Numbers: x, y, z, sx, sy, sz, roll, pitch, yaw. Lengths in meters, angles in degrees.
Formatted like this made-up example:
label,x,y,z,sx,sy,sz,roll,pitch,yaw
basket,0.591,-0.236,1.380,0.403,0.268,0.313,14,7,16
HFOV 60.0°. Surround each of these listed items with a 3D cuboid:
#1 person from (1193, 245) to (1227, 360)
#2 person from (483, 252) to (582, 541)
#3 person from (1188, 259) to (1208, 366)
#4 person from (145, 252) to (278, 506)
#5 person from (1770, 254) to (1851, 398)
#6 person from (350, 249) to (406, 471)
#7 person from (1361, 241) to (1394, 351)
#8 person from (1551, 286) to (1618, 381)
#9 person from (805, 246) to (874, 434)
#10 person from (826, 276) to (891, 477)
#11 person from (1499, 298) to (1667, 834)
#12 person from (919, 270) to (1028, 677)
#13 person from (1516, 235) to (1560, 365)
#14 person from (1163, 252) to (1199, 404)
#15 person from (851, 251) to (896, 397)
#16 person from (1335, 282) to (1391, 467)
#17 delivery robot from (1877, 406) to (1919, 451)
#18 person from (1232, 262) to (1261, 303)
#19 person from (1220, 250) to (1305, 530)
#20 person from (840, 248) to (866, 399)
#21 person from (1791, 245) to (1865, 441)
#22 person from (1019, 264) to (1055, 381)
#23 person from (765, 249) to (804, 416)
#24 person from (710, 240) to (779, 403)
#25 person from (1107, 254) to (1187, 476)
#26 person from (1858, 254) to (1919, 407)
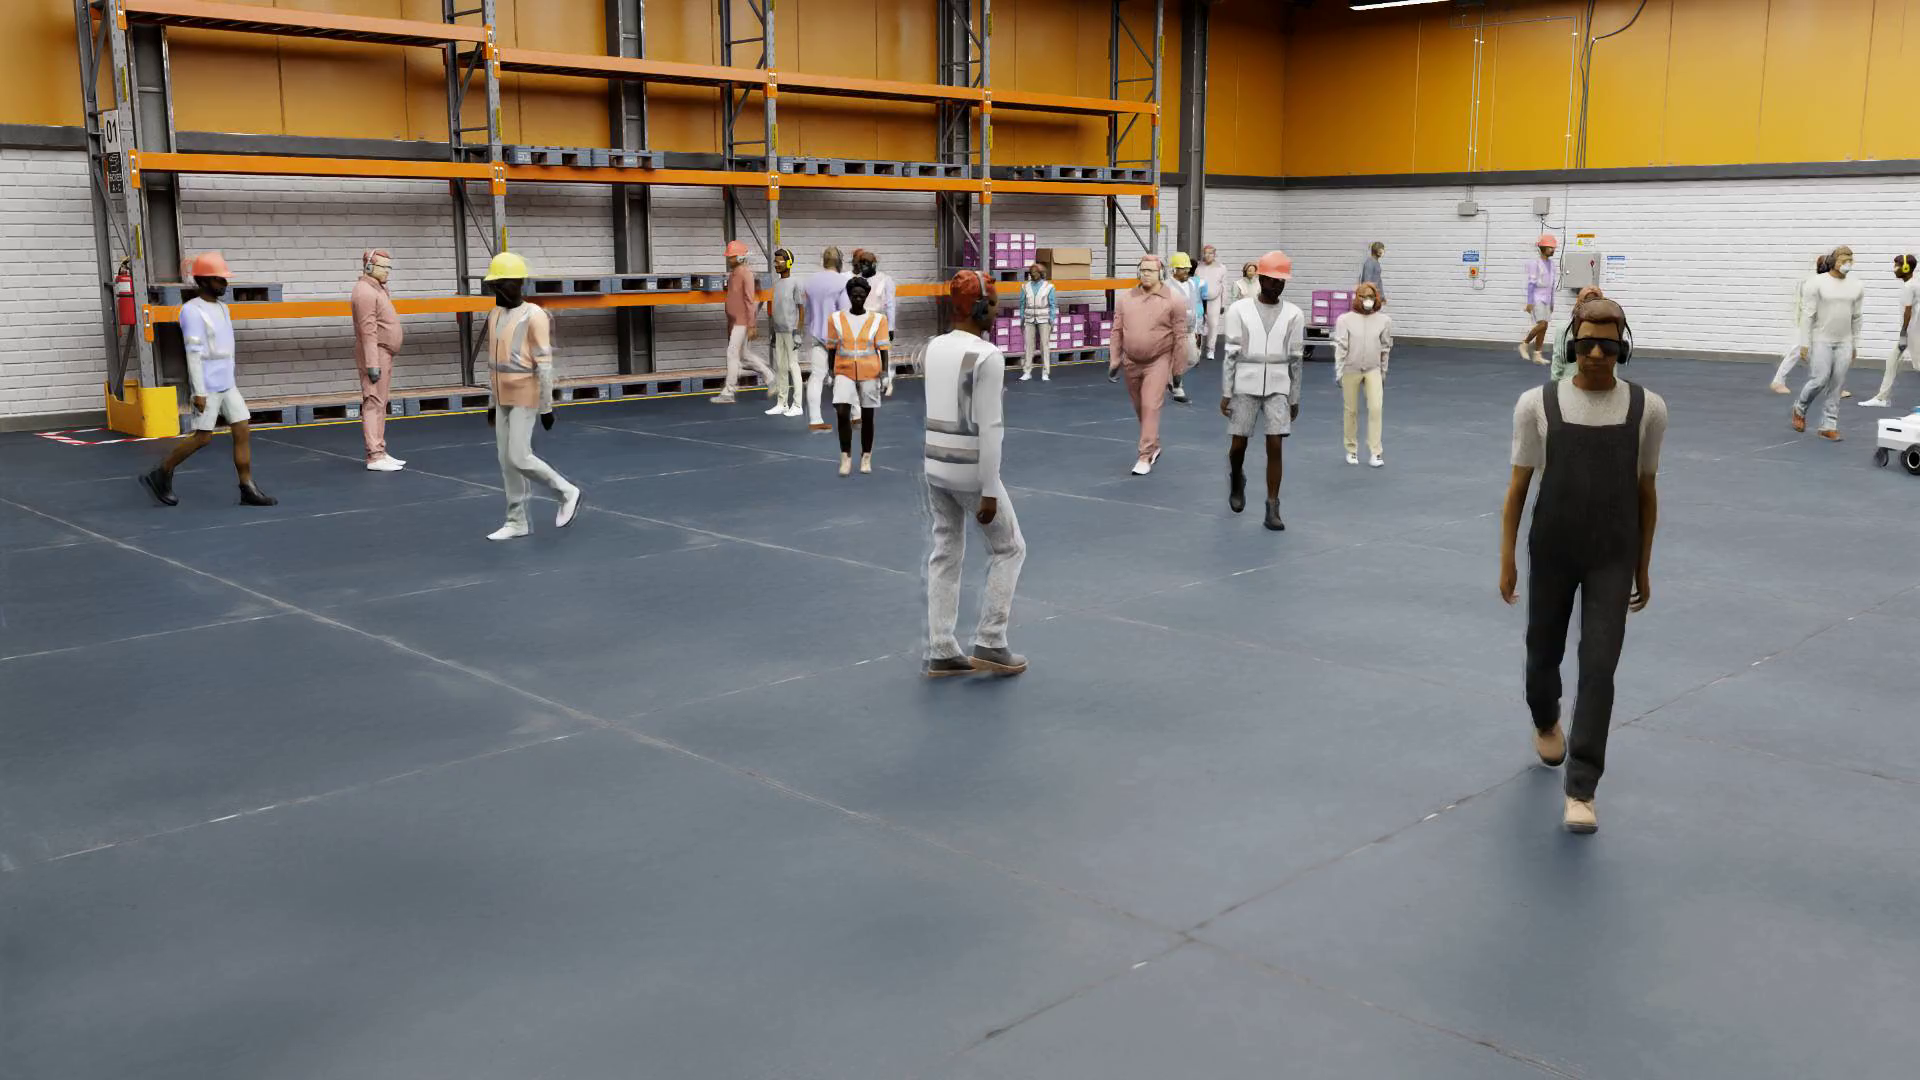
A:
label,x,y,z,sx,sy,sz,roll,pitch,yaw
person,4.077,-3.930,27.436,0.644,1.875,0.874,1,10,3
person,-2.906,-0.954,11.101,0.558,1.911,0.593,-10,14,-44
person,3.462,-3.390,25.022,0.528,1.673,0.617,1,10,8
person,-5.623,-1.173,12.338,0.879,1.912,0.552,1,10,5
person,10.778,-2.706,21.008,0.629,1.797,0.990,-6,12,-29
person,-5.019,-1.552,14.390,0.399,1.902,0.642,-2,11,-12
person,7.244,-4.205,28.828,0.840,1.905,0.627,3,11,16
person,4.907,-1.179,13.088,0.507,1.631,0.271,1,10,6
person,-1.262,-2.062,17.167,0.652,1.896,0.956,7,13,35
person,-0.856,-1.365,13.970,0.552,1.669,0.633,0,10,0
person,2.195,0.047,5.913,0.518,1.818,0.857,3,11,16
person,0.078,-0.291,7.621,0.573,1.868,0.580,-8,13,-39
person,9.080,-3.743,25.985,0.639,2.026,0.472,-8,13,-36
person,2.622,-2.547,20.032,0.617,1.820,0.501,-9,14,-40
person,-1.061,-2.569,20.123,0.637,1.831,0.572,3,11,18
person,3.532,-1.433,14.553,0.507,1.607,0.740,0,10,2
delivery robot,8.254,-0.906,14.284,0.477,0.478,0.707,-2,11,-11
person,4.263,-3.287,24.615,0.525,1.615,0.645,-1,10,-4
person,2.102,-1.056,11.623,0.584,1.925,0.671,0,10,1
person,-1.252,-2.629,20.377,0.626,1.856,0.702,-7,13,-35
person,8.603,-1.947,16.468,0.646,1.929,0.537,-1,10,-7
person,1.073,-3.022,23.179,0.533,1.627,0.439,4,11,21
person,-1.963,-2.326,18.702,0.521,1.869,0.328,10,14,43
person,-2.616,-2.655,20.245,0.908,1.964,0.631,-5,12,-26
person,1.627,-1.525,14.365,0.631,1.869,0.995,6,12,29
person,11.159,-2.425,19.416,0.976,1.814,0.529,6,12,30
